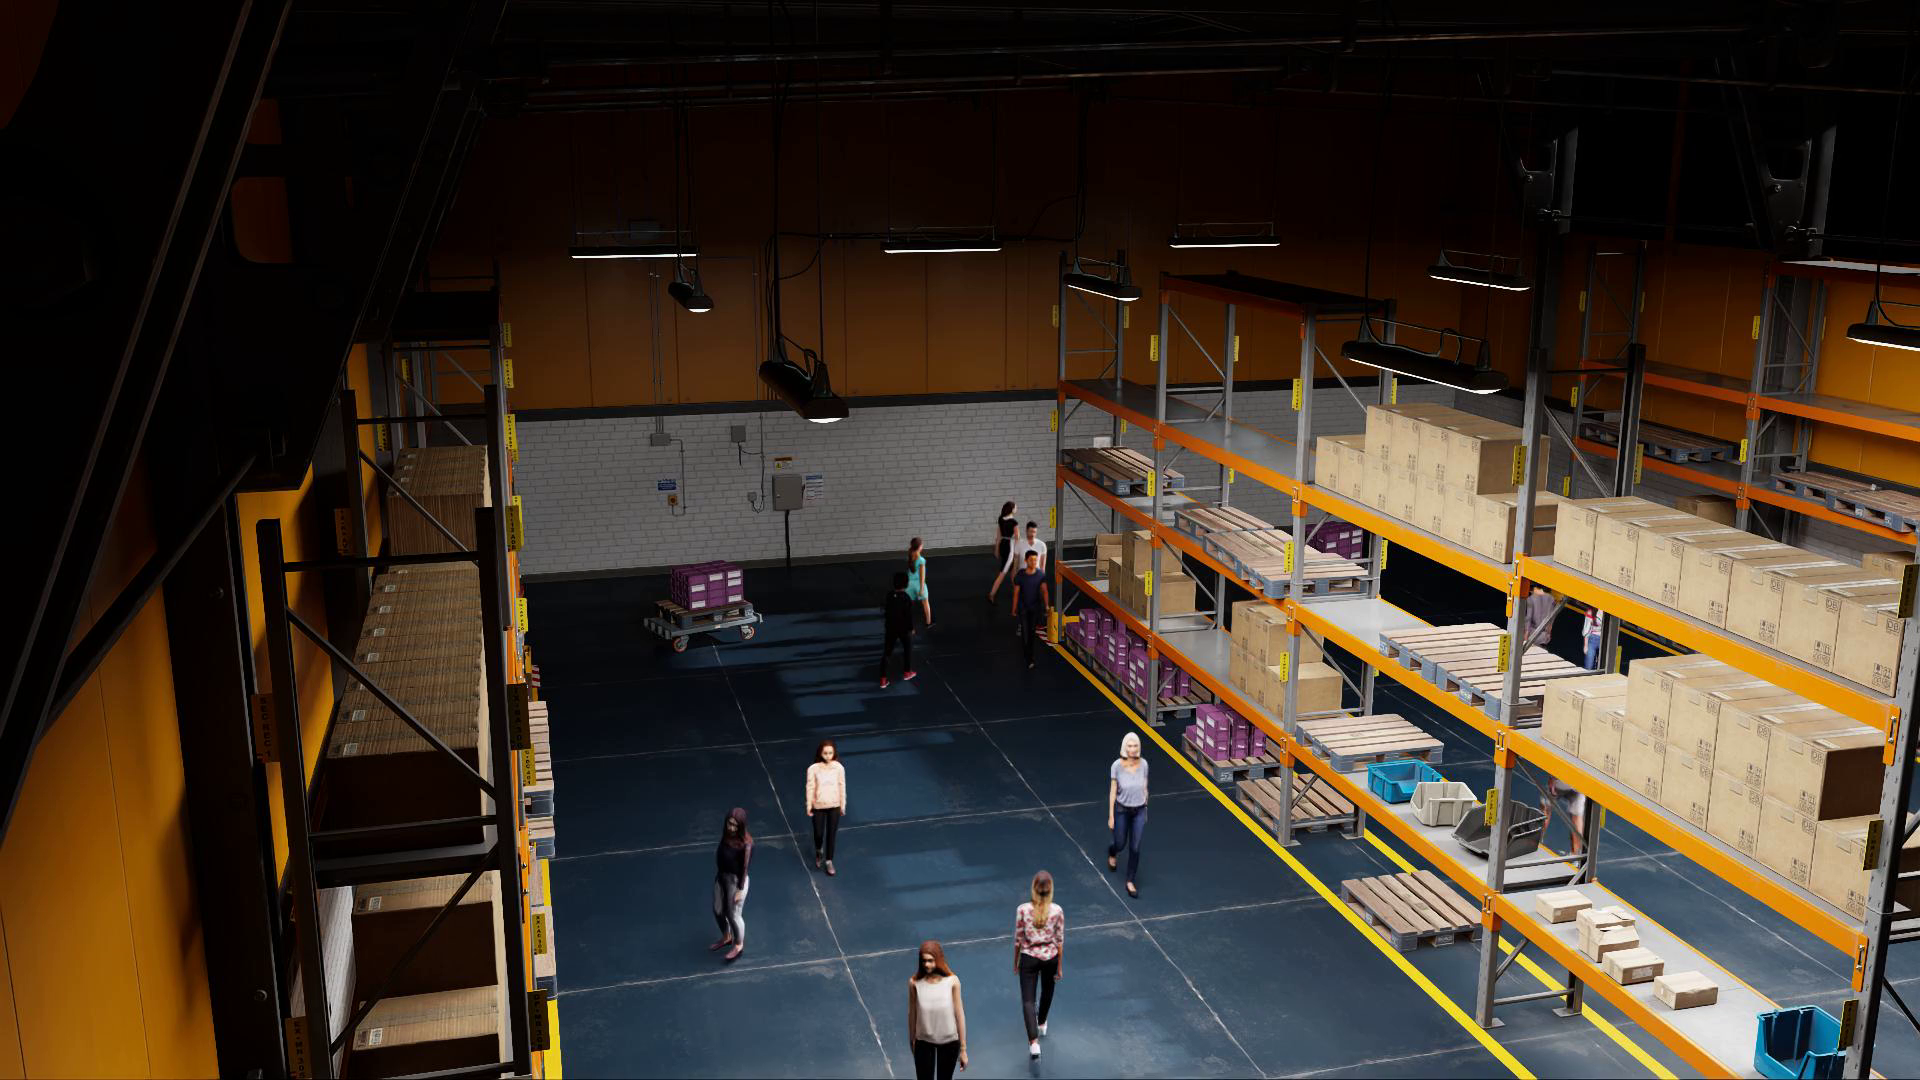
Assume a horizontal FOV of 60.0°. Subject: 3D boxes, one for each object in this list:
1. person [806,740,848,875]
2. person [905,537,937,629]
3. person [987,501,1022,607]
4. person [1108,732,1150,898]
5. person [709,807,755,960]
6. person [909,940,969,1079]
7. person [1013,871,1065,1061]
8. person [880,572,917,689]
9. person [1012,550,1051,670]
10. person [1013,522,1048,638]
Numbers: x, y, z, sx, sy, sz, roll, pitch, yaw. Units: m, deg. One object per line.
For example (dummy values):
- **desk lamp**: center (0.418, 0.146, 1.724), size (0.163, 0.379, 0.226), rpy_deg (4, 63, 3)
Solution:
- **person**: center (-1.435, 2.810, 17.679), size (0.573, 1.475, 0.590), rpy_deg (-3, 14, -13)
- **person**: center (-0.746, 0.737, 26.140), size (1.033, 1.523, 1.036), rpy_deg (10, 17, 35)
- **person**: center (0.730, 0.282, 27.549), size (0.940, 1.742, 1.173), rpy_deg (-11, 17, -38)
- **person**: center (1.734, 2.795, 17.249), size (0.601, 1.707, 0.880), rpy_deg (-3, 14, -12)
- **person**: center (-2.144, 3.240, 15.709), size (0.816, 1.567, 0.641), rpy_deg (-7, 15, -27)
- **person**: center (-0.182, 3.848, 12.907), size (0.691, 1.703, 0.769), rpy_deg (-1, 14, -3)
- **person**: center (0.666, 3.614, 14.091), size (0.759, 1.602, 1.125), rpy_deg (0, 14, -1)
- **person**: center (-0.906, 1.313, 23.549), size (0.984, 1.622, 1.037), rpy_deg (7, 15, 26)
- **person**: center (1.019, 0.999, 24.604), size (0.750, 1.736, 1.180), rpy_deg (-2, 14, -10)
- **person**: center (1.069, 0.588, 26.088), size (0.758, 1.836, 0.771), rpy_deg (0, 14, 0)
